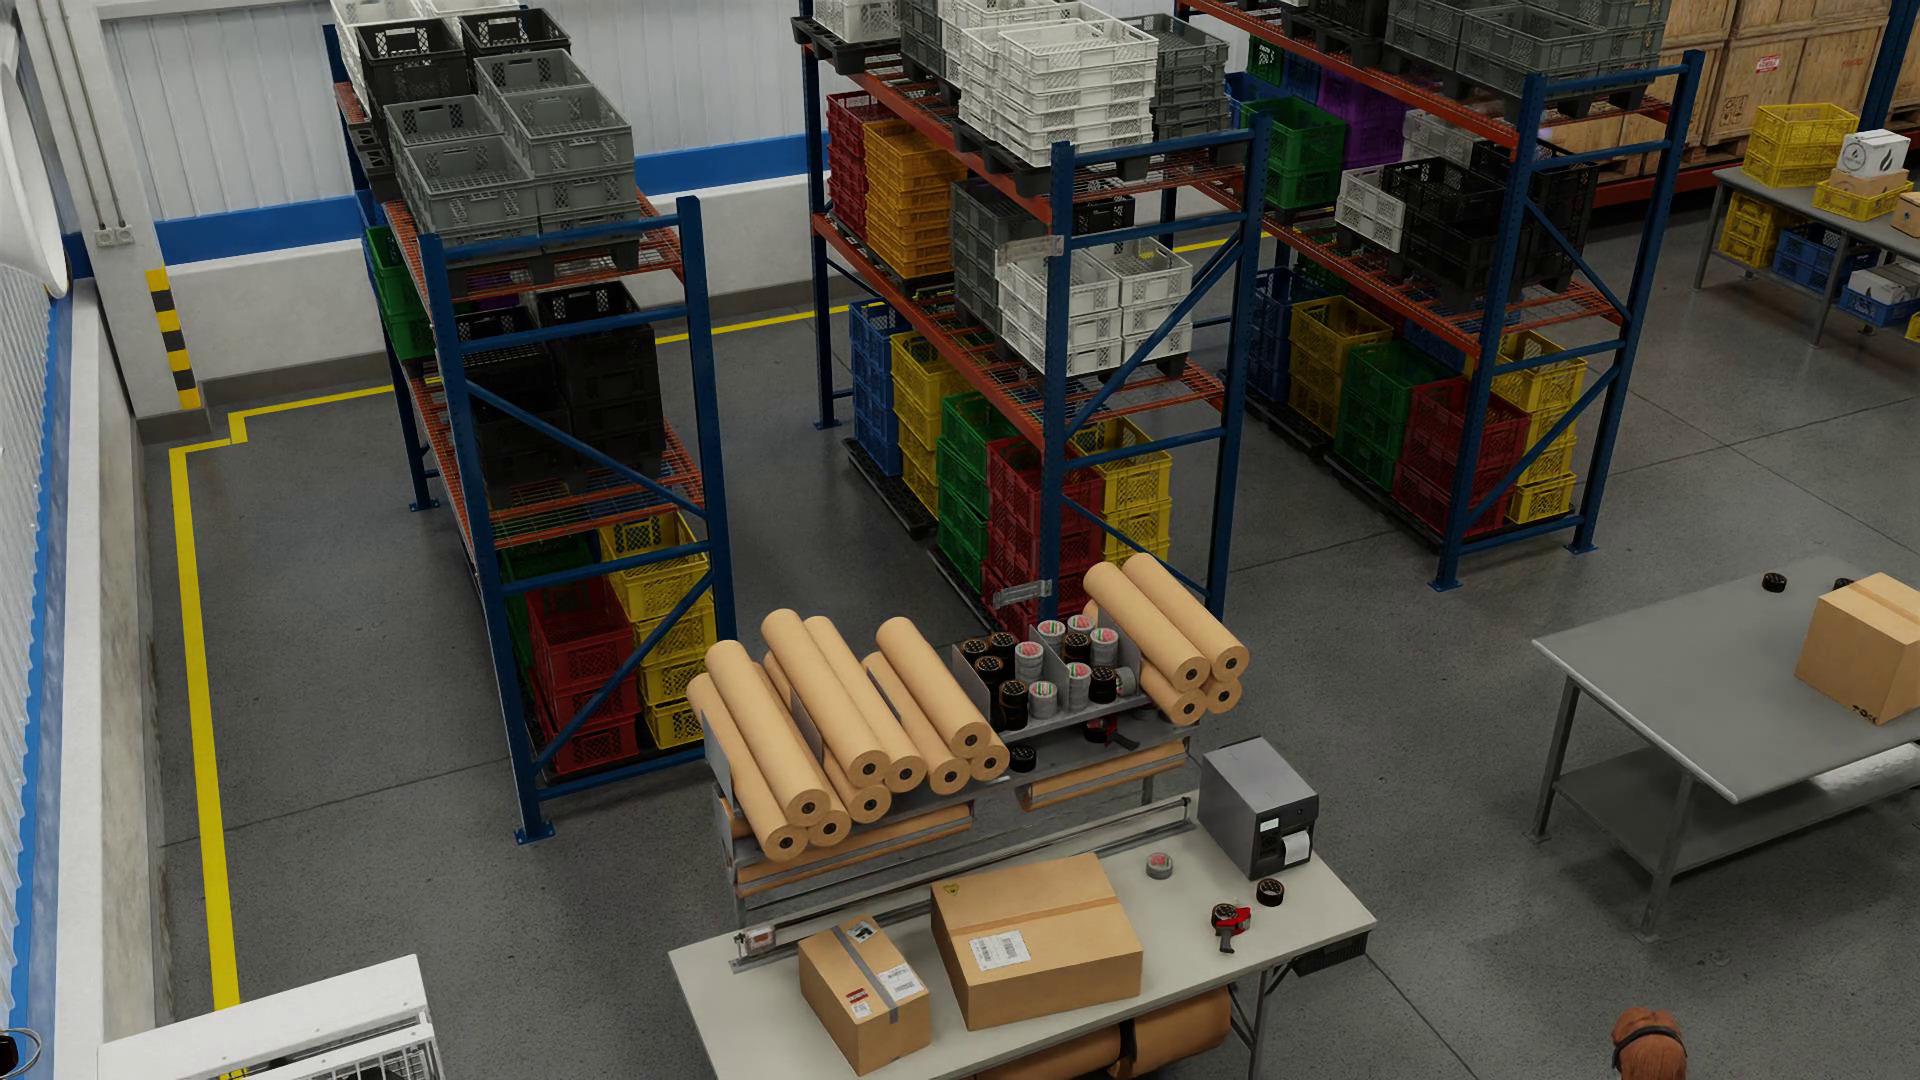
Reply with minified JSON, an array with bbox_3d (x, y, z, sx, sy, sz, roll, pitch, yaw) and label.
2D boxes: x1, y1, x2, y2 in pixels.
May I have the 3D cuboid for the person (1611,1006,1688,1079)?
[{"bbox_3d":[2.017,2.109,5.222,0.515,1.641,0.309,0,32,-1],"label":"person"}]

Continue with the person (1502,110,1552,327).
[{"bbox_3d":[4.054,-2.552,12.537,0.630,1.915,0.826,-24,39,-33],"label":"person"}]
